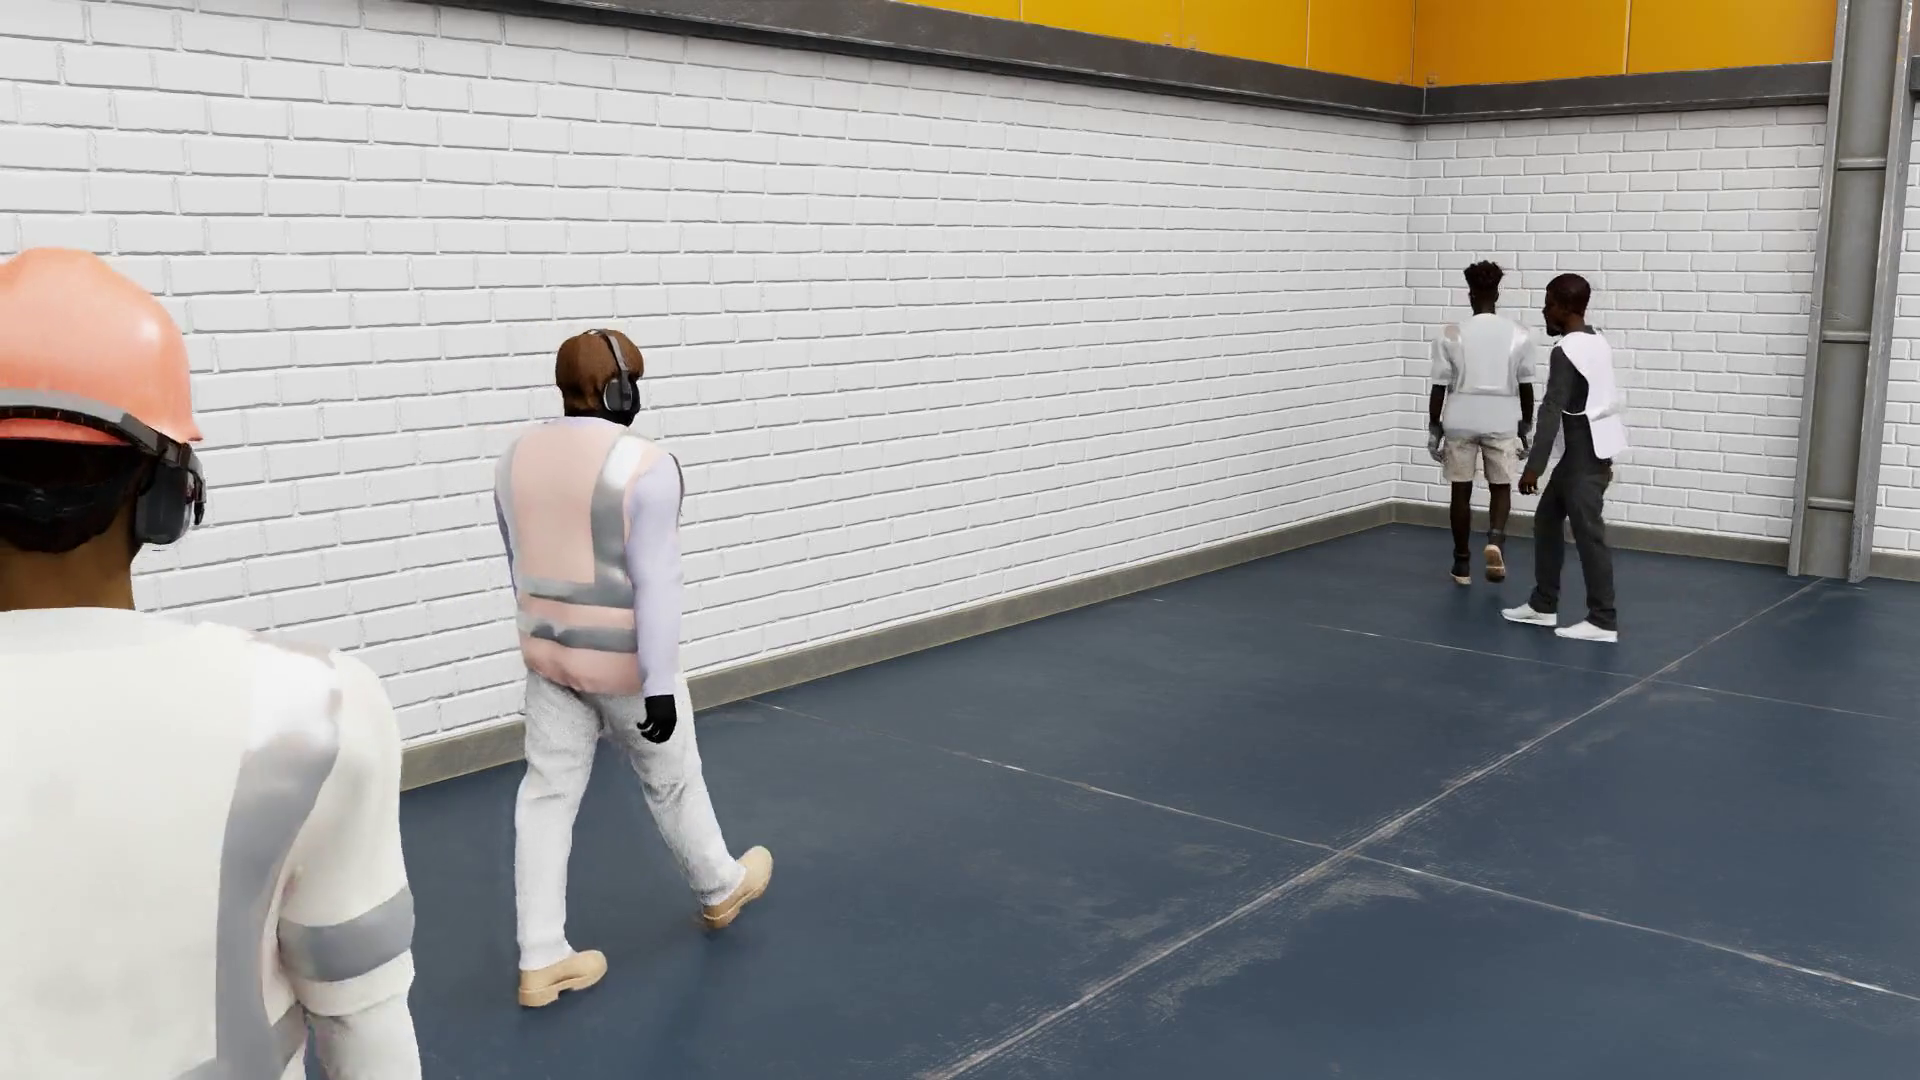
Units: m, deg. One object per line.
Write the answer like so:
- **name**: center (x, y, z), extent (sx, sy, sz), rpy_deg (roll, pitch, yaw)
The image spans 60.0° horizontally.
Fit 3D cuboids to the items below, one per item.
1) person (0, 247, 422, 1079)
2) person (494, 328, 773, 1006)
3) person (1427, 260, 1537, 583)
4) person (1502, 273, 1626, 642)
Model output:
- **person**: center (-0.833, 0.737, 1.633), extent (0.624, 2.023, 0.584), rpy_deg (-5, 11, -26)
- **person**: center (-0.933, 0.316, 4.652), extent (0.656, 1.797, 0.950), rpy_deg (5, 11, 28)
- **person**: center (3.093, -0.677, 9.870), extent (0.634, 1.950, 0.609), rpy_deg (2, 10, 11)
- **person**: center (3.117, -0.426, 8.644), extent (0.781, 1.885, 0.610), rpy_deg (6, 12, 30)
